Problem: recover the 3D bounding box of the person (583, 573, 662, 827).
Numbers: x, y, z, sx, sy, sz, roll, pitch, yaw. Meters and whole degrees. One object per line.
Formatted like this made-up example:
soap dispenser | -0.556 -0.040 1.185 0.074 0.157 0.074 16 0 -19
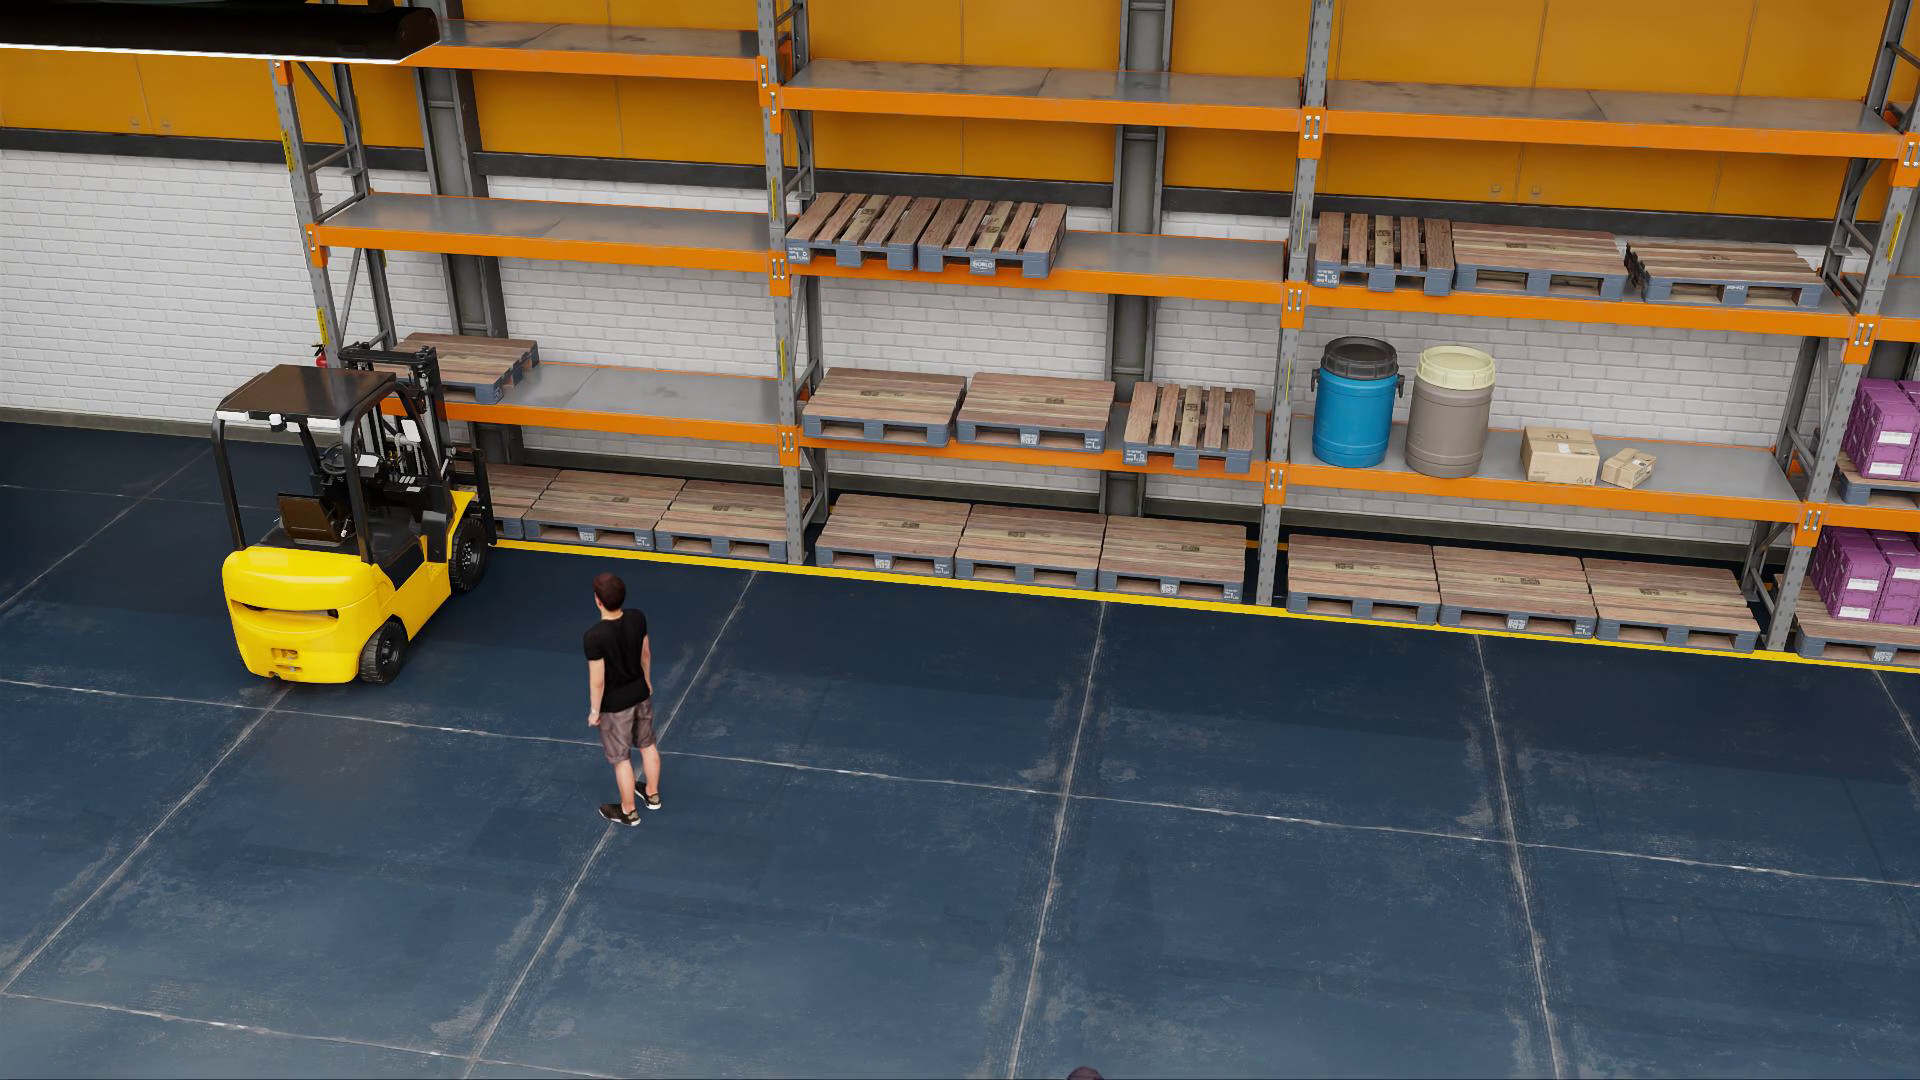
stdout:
person | -2.210 1.039 10.916 0.772 1.861 0.774 22 35 34
